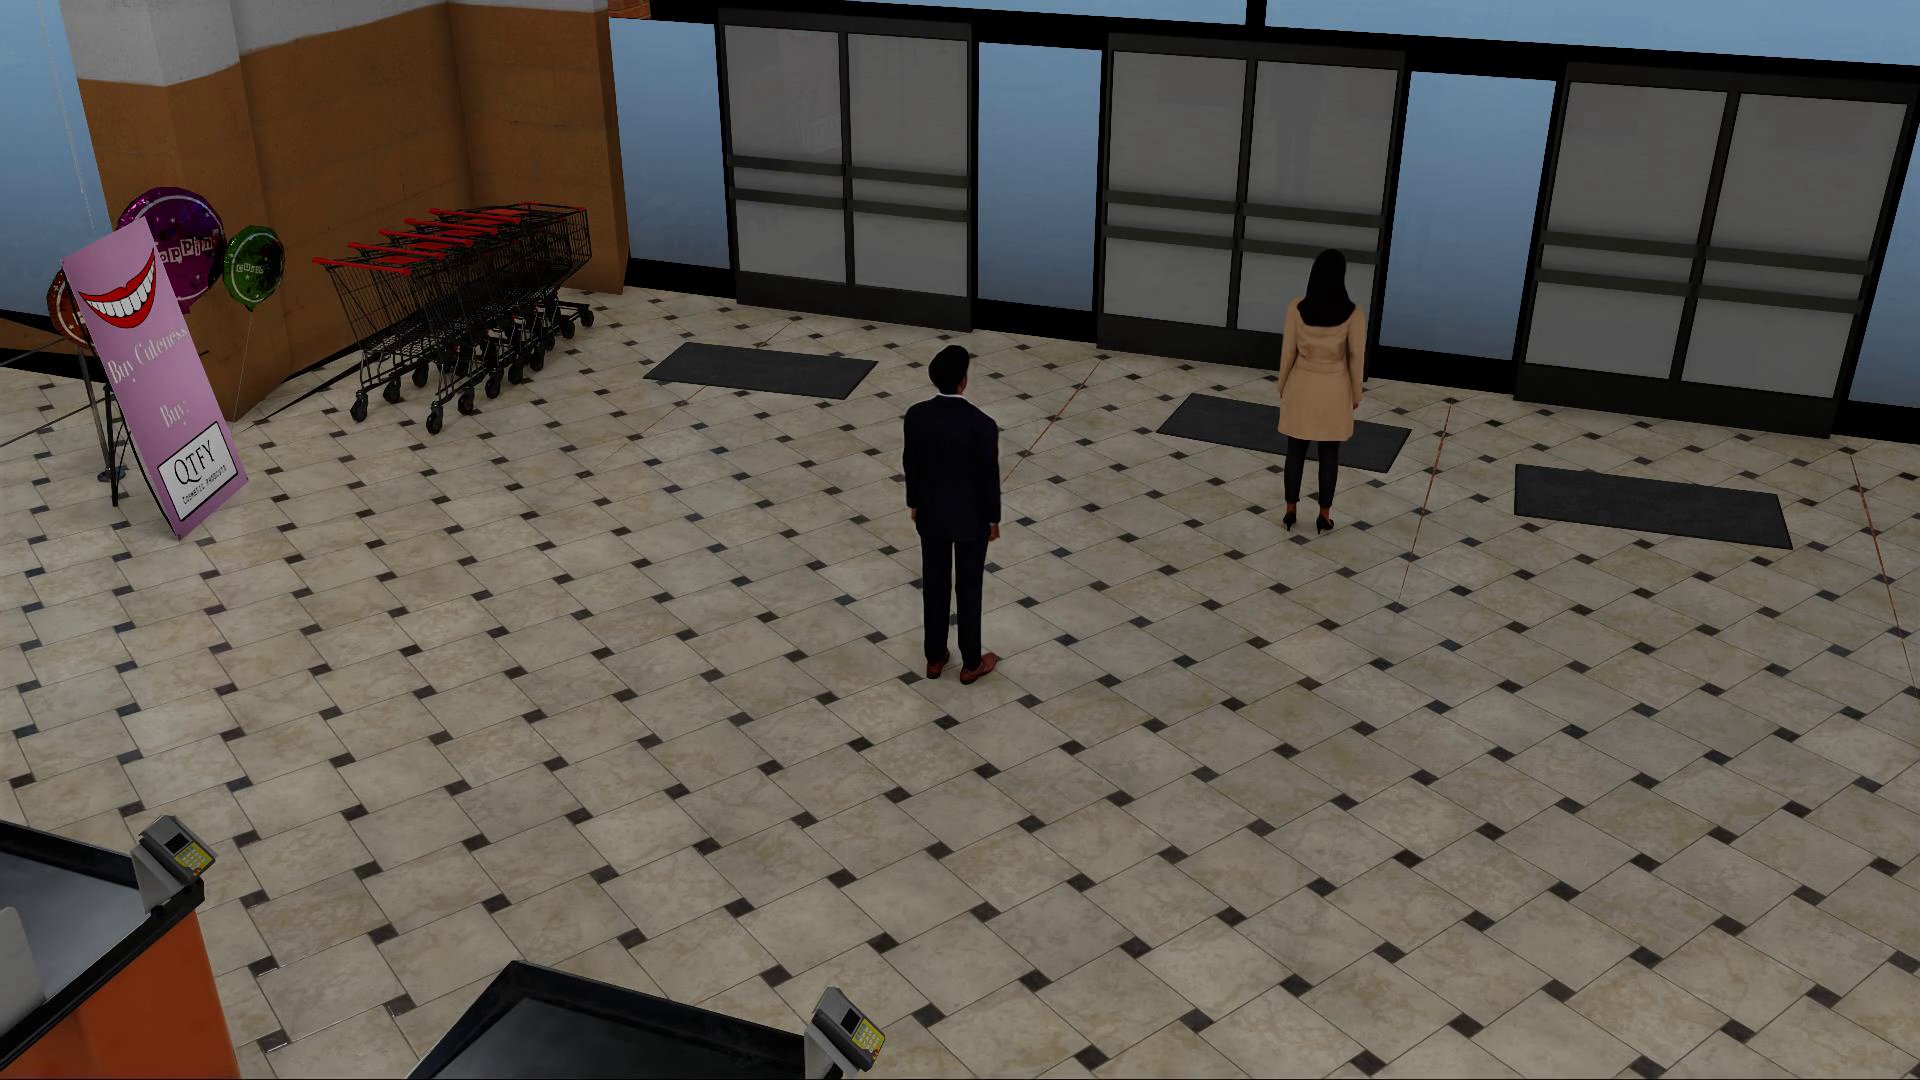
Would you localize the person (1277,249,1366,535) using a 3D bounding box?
[{"bbox_3d":[2.024,-0.823,9.400,0.625,1.682,0.503,9,28,18],"label":"person"}]

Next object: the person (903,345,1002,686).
[{"bbox_3d":[-0.039,-0.106,7.936,0.617,1.727,0.514,9,28,18],"label":"person"}]
